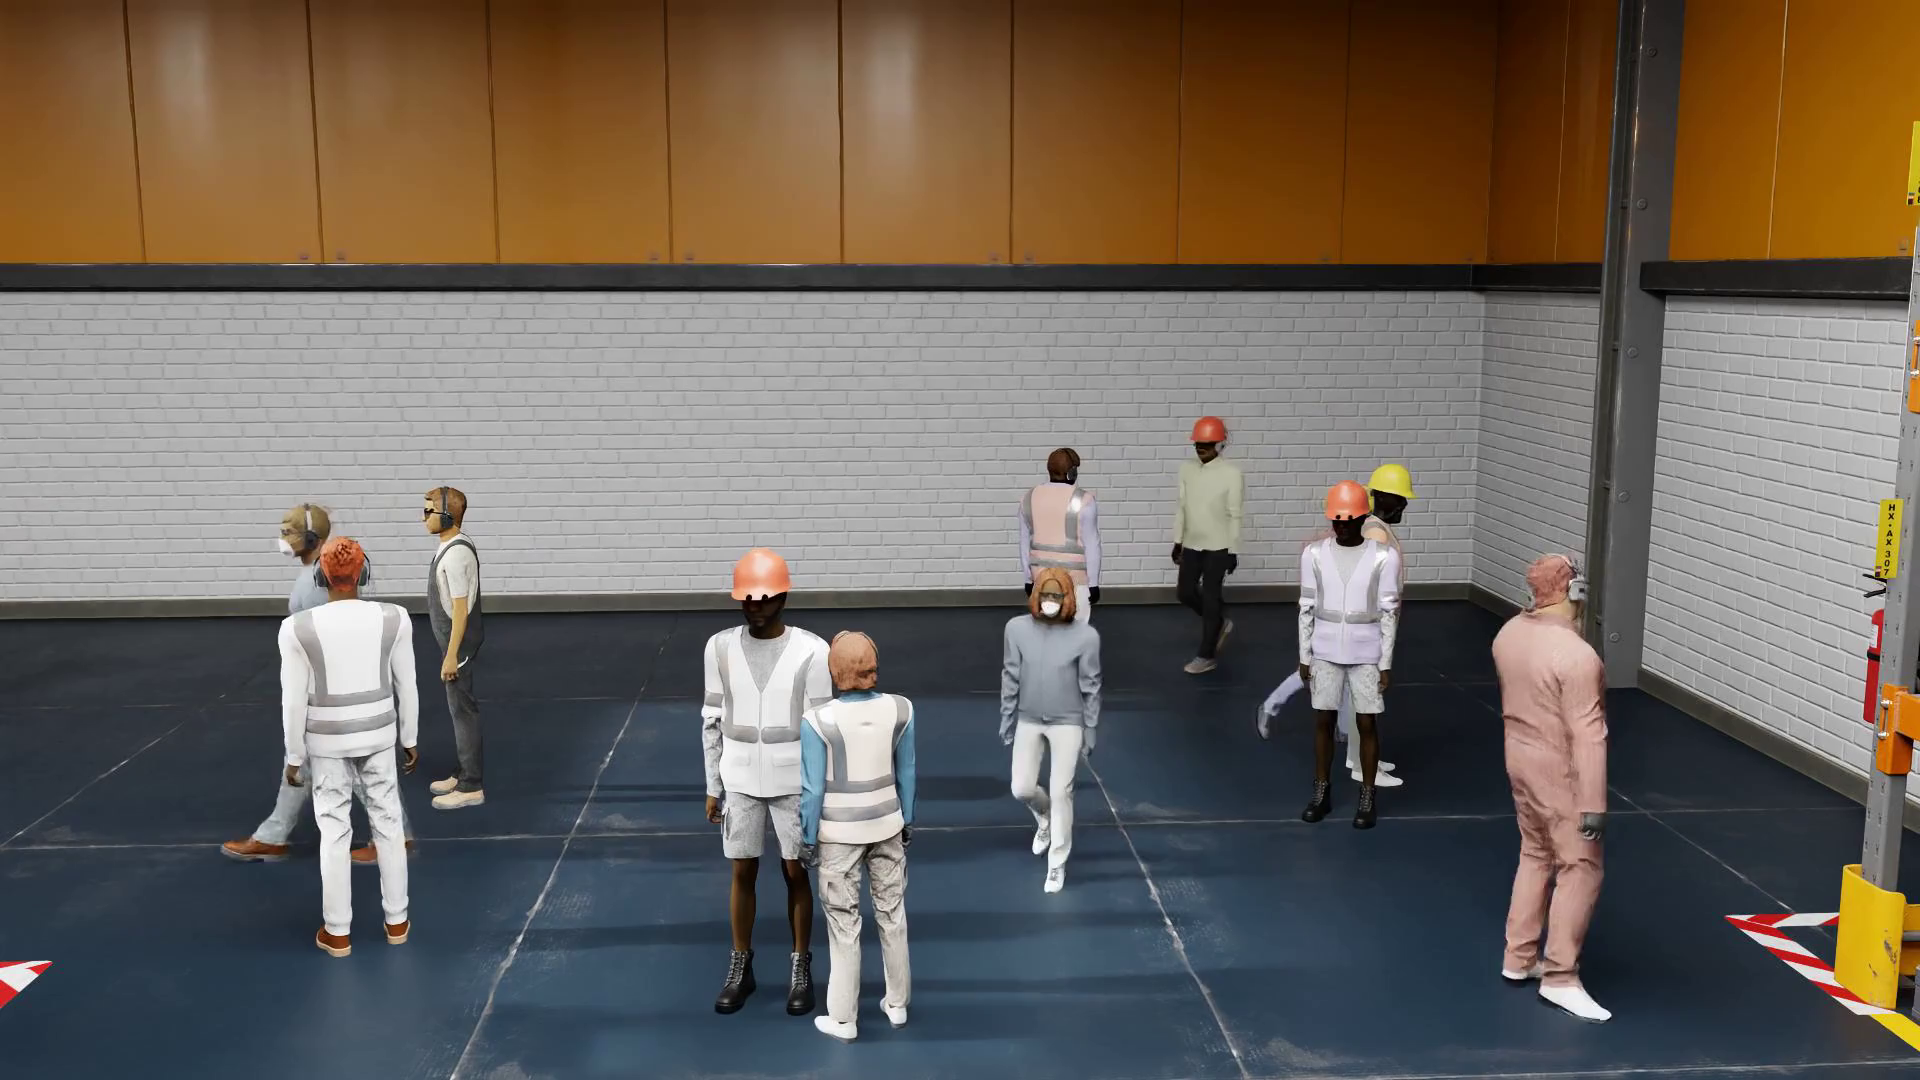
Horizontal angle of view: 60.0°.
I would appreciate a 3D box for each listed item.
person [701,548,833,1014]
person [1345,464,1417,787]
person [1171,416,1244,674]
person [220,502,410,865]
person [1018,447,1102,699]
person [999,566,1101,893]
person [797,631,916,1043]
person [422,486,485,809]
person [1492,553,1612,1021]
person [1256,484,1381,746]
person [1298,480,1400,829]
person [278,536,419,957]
[{"bbox_3d":[-0.791,0.990,6.826,0.548,1.938,0.358,1,9,5],"label":"person"},{"bbox_3d":[2.508,0.498,9.966,0.383,1.921,0.585,2,9,10],"label":"person"},{"bbox_3d":[1.937,0.022,12.778,0.608,1.976,0.630,-8,12,-42],"label":"person"},{"bbox_3d":[-3.310,0.753,8.482,0.929,1.892,0.652,-3,10,-18],"label":"person"},{"bbox_3d":[0.717,0.274,11.617,0.621,1.845,0.430,6,11,34],"label":"person"},{"bbox_3d":[0.462,0.912,8.301,0.514,1.615,0.461,3,10,19],"label":"person"},{"bbox_3d":[-0.403,1.173,6.616,0.522,1.636,0.311,-5,11,-31],"label":"person"},{"bbox_3d":[-2.900,0.607,9.517,0.345,1.846,0.508,-3,9,-17],"label":"person"},{"bbox_3d":[2.507,1.005,6.950,0.413,1.879,0.750,-2,9,-11],"label":"person"},{"bbox_3d":[2.321,0.476,10.722,0.737,1.728,0.557,6,11,33],"label":"person"},{"bbox_3d":[2.116,0.627,9.138,0.538,1.929,0.382,4,10,23],"label":"person"},{"bbox_3d":[-2.720,0.917,7.449,0.584,1.882,0.346,-6,11,-31],"label":"person"}]
